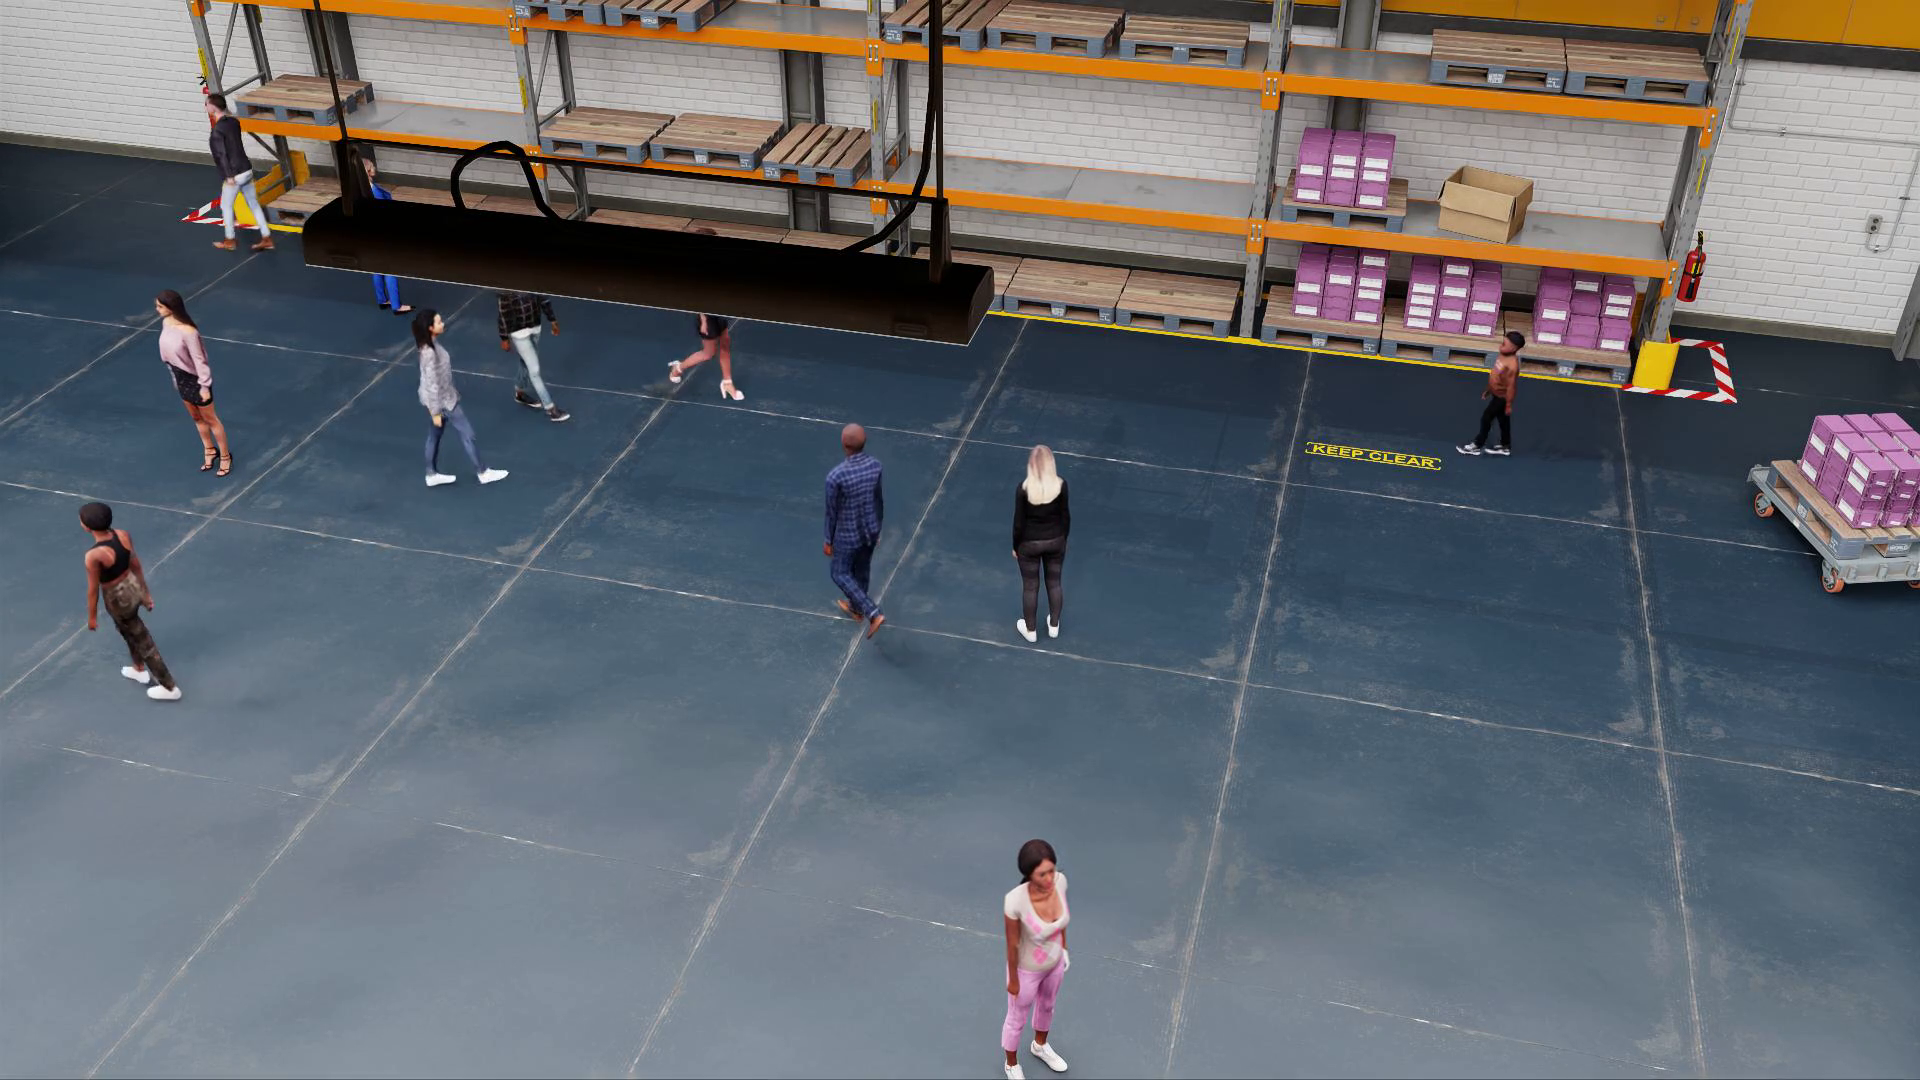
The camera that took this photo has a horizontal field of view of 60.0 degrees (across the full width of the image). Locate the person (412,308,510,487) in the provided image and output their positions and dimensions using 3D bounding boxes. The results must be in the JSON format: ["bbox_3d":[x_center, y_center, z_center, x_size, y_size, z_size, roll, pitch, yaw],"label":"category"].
[{"bbox_3d":[-4.631,-1.193,14.496,1.068,1.705,0.951,-11,35,-16],"label":"person"}]

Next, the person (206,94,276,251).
[{"bbox_3d":[-8.093,-4.131,18.815,0.905,1.816,0.689,8,34,11],"label":"person"}]

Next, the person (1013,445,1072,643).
[{"bbox_3d":[0.618,0.038,12.660,0.626,1.686,0.746,-7,34,-10],"label":"person"}]

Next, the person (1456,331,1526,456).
[{"bbox_3d":[4.990,-1.314,15.101,0.760,1.235,0.604,3,34,5],"label":"person"}]

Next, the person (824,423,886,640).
[{"bbox_3d":[-0.760,-0.043,12.674,0.947,1.806,1.054,-25,41,-32],"label":"person"}]

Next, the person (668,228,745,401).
[{"bbox_3d":[-2.449,-2.120,15.829,0.937,1.772,0.556,8,34,11],"label":"person"}]

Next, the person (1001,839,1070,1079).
[{"bbox_3d":[0.414,2.332,9.164,0.651,1.736,0.688,-23,40,-31],"label":"person"}]

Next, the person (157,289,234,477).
[{"bbox_3d":[-6.763,-1.393,14.700,0.576,1.811,0.734,20,39,27],"label":"person"}]

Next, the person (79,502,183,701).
[{"bbox_3d":[-5.945,0.477,12.007,0.800,1.679,0.600,6,34,9],"label":"person"}]

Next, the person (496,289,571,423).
[{"bbox_3d":[-4.174,-2.008,15.652,1.162,1.783,0.885,18,38,25],"label":"person"}]

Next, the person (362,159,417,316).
[{"bbox_3d":[-6.120,-3.200,17.519,0.636,1.701,0.759,26,41,33],"label":"person"}]
